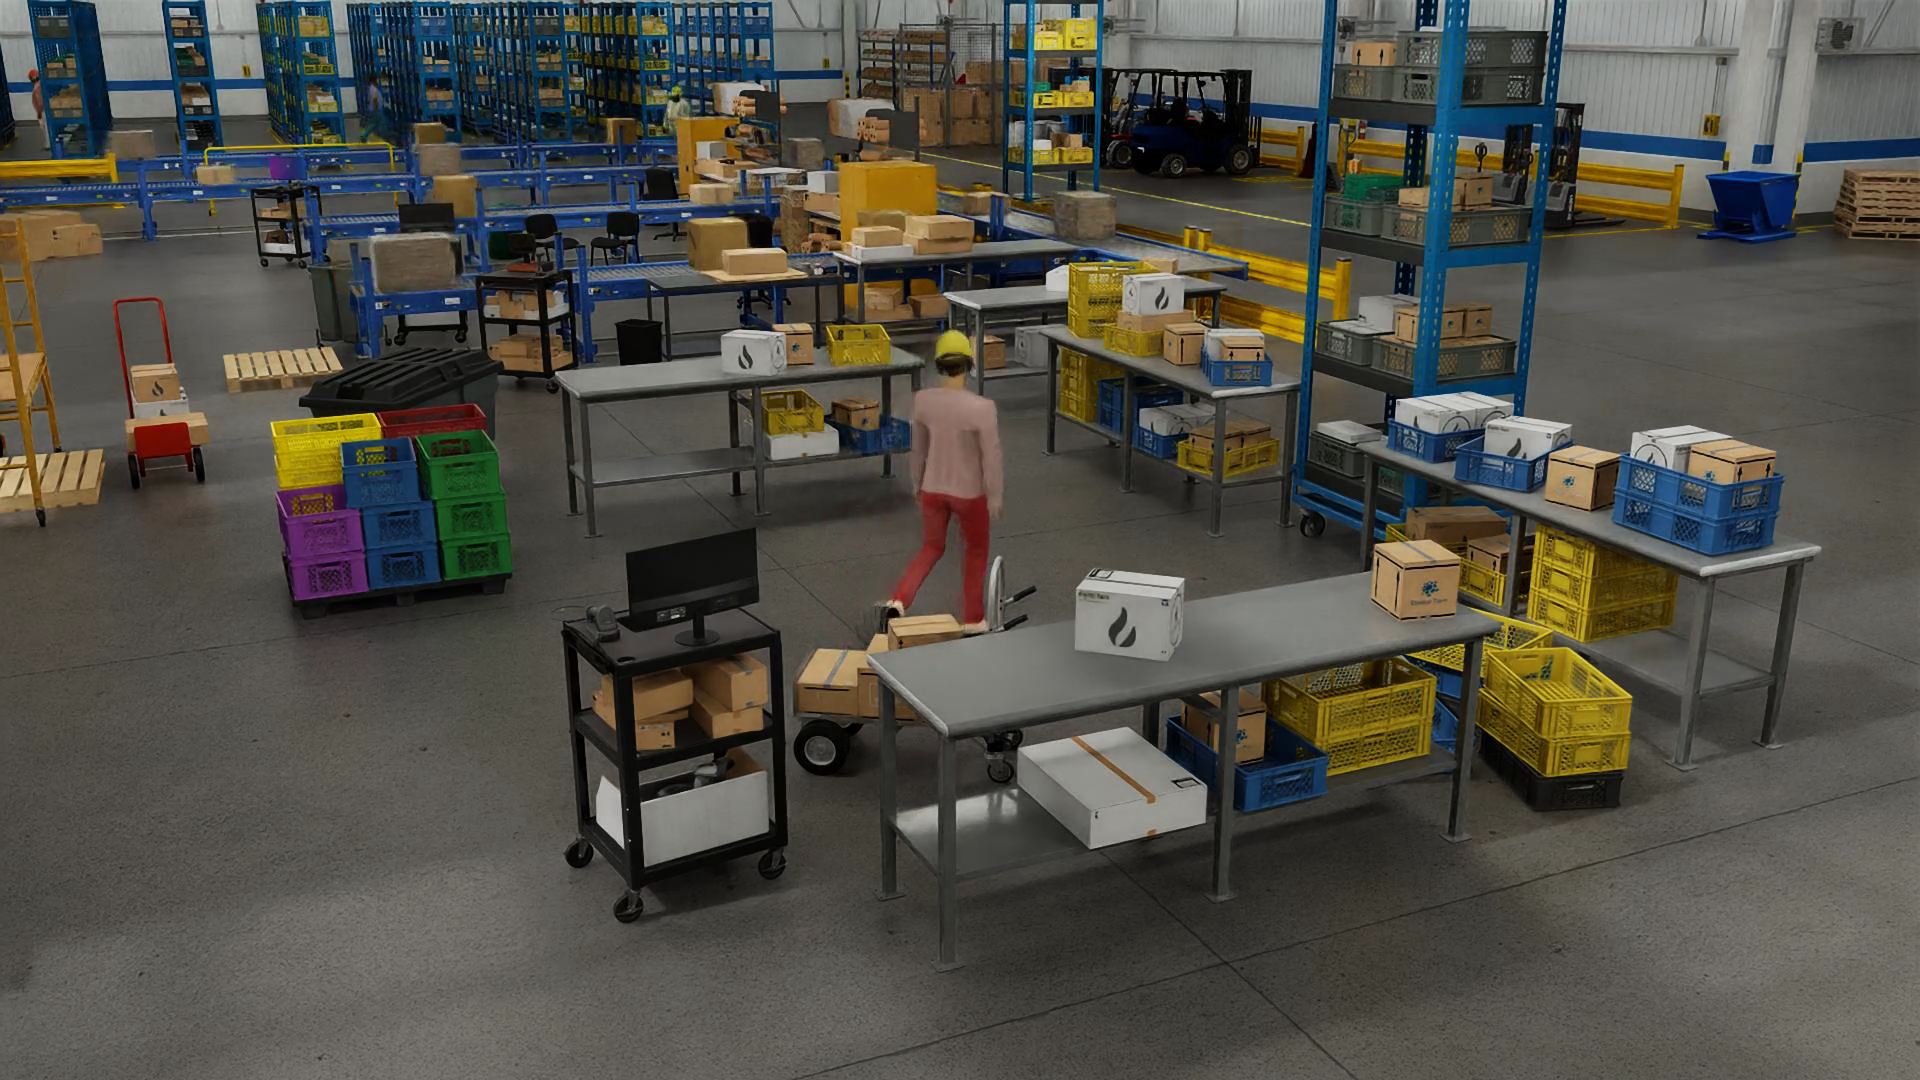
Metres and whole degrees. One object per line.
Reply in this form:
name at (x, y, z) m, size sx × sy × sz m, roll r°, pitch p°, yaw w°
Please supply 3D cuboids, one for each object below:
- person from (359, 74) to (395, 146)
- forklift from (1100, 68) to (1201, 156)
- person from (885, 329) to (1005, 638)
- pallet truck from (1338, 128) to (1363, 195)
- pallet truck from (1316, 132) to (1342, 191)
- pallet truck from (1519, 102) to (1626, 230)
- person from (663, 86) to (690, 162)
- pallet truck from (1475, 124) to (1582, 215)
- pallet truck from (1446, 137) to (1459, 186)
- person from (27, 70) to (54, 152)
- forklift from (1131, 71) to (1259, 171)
person at (-15.245, -11.187, 43.306) m, size 0.835 × 1.821 × 0.573 m, roll -7°, pitch 19°, yaw -20°
forklift at (4.082, -9.564, 37.410) m, size 2.680 × 1.987 × 1.157 m, roll -8°, pitch 19°, yaw -23°
person at (-0.065, -0.247, 8.972) m, size 0.583 × 1.743 × 0.706 m, roll 11°, pitch 20°, yaw 30°
pallet truck at (7.845, -7.140, 31.411) m, size 1.522 × 1.261 × 0.704 m, roll -9°, pitch 20°, yaw -25°
pallet truck at (7.723, -7.504, 32.656) m, size 1.601 × 1.201 × 0.680 m, roll -8°, pitch 19°, yaw -23°
pallet truck at (9.972, -6.037, 26.785) m, size 1.885 × 1.965 × 0.823 m, roll -9°, pitch 20°, yaw -25°
person at (-6.294, -9.274, 37.328) m, size 0.589 × 1.795 × 0.907 m, roll 10°, pitch 20°, yaw 28°
pallet truck at (9.707, -6.455, 28.103) m, size 1.885 × 1.965 × 0.823 m, roll -7°, pitch 19°, yaw -20°
pallet truck at (9.184, -6.485, 29.328) m, size 1.630 × 1.274 × 0.653 m, roll -8°, pitch 19°, yaw -23°
person at (-22.956, -10.718, 41.533) m, size 0.390 × 1.992 × 0.624 m, roll -6°, pitch 18°, yaw -17°
forklift at (4.998, -8.936, 35.413) m, size 2.680 × 1.987 × 1.157 m, roll -9°, pitch 20°, yaw -25°
